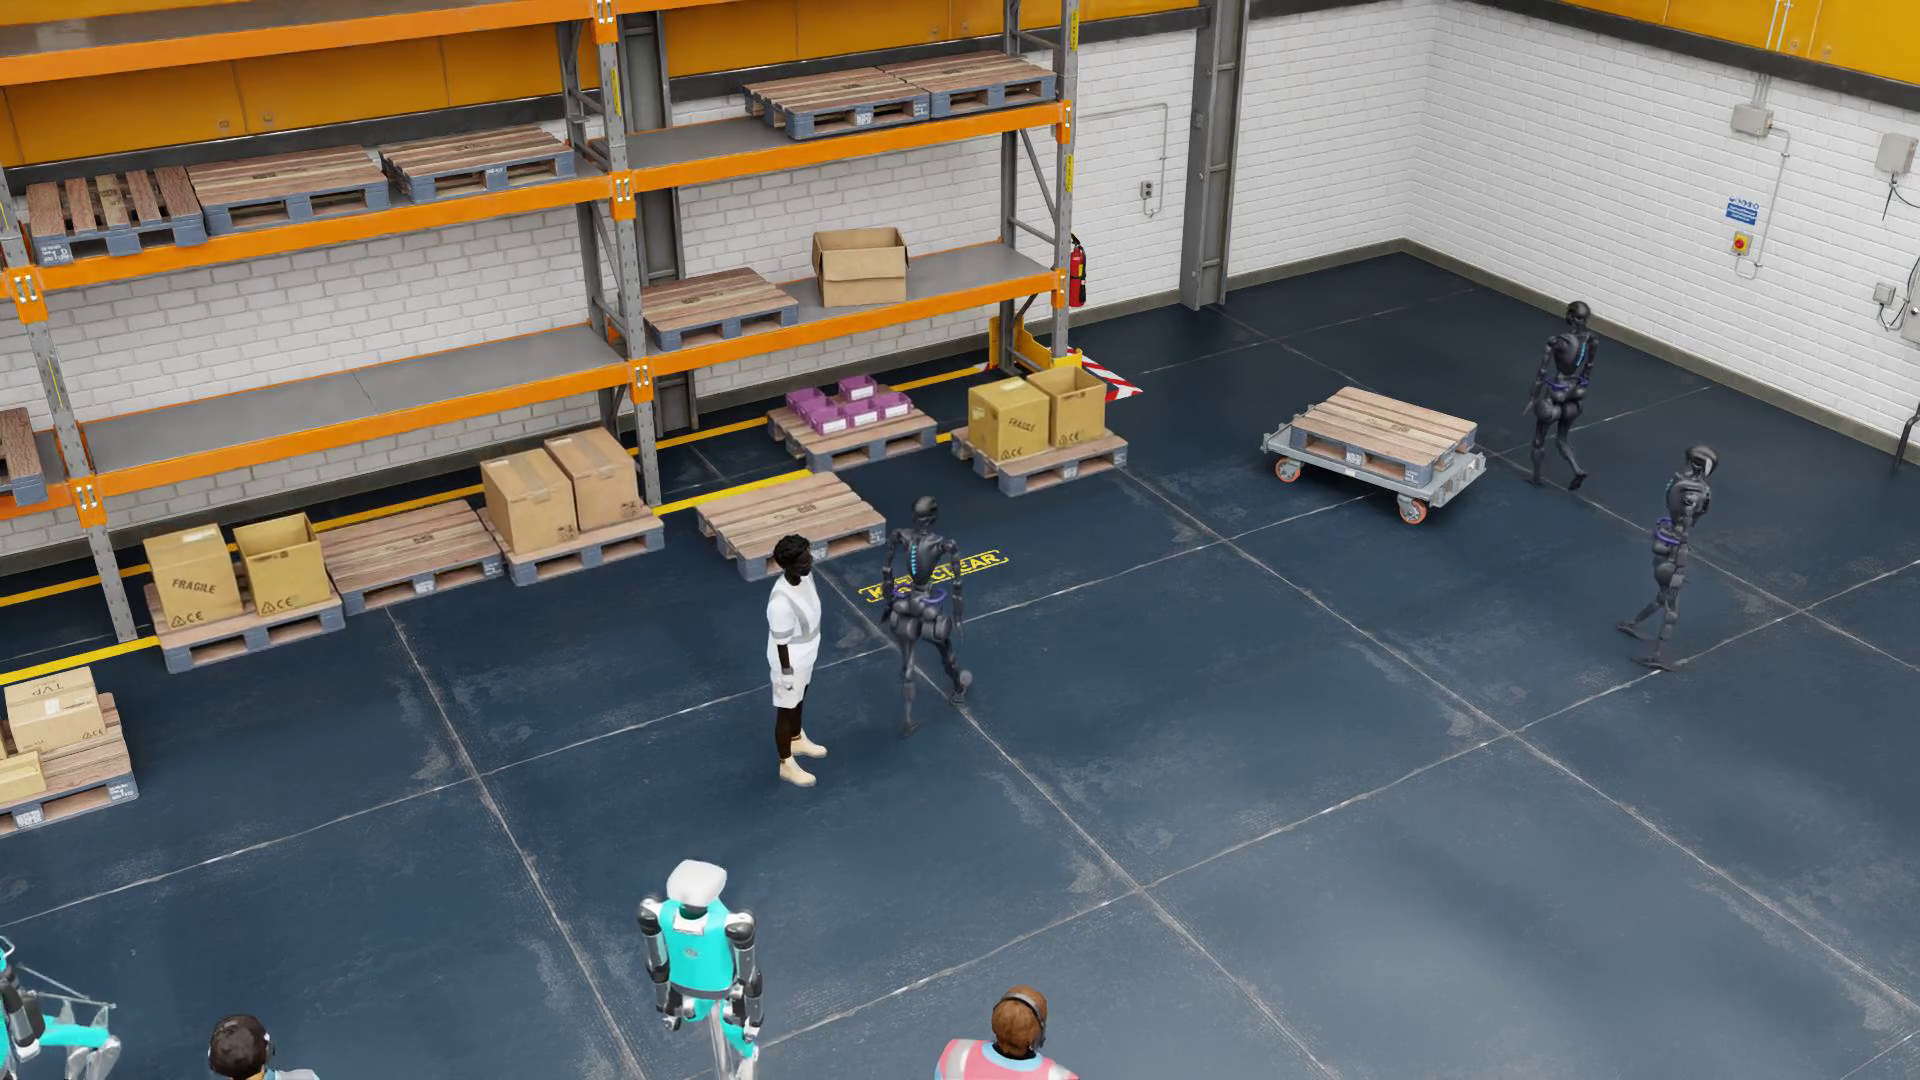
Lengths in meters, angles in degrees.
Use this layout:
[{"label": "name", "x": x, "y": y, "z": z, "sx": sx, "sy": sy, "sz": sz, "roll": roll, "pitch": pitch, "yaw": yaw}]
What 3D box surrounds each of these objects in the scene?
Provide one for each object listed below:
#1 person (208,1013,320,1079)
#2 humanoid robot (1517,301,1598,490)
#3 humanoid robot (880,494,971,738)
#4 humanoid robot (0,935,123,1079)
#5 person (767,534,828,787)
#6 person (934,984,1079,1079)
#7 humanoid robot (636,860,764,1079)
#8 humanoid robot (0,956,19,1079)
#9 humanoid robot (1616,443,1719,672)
[{"label": "person", "x": -2.690, "y": 2.652, "z": 6.645, "sx": 0.543, "sy": 1.876, "sz": 0.409, "roll": -18, "pitch": 34, "yaw": -29}, {"label": "humanoid robot", "x": 4.930, "y": -1.135, "z": 13.567, "sx": 0.599, "sy": 1.642, "sz": 0.555, "roll": -11, "pitch": 31, "yaw": -19}, {"label": "humanoid robot", "x": -0.240, "y": 0.446, "z": 10.793, "sx": 0.610, "sy": 1.630, "sz": 0.739, "roll": 11, "pitch": 31, "yaw": 19}, {"label": "humanoid robot", "x": -4.281, "y": 2.122, "z": 7.752, "sx": 0.537, "sy": 1.821, "sz": 0.671, "roll": 22, "pitch": 36, "yaw": 33}, {"label": "person", "x": -1.012, "y": 0.712, "z": 10.260, "sx": 0.322, "sy": 1.696, "sz": 0.535, "roll": 6, "pitch": 30, "yaw": 11}, {"label": "person", "x": 0.211, "y": 2.564, "z": 6.854, "sx": 0.629, "sy": 1.836, "sz": 0.431, "roll": 10, "pitch": 31, "yaw": 17}, {"label": "humanoid robot", "x": -1.113, "y": 2.088, "z": 7.821, "sx": 0.542, "sy": 1.797, "sz": 0.810, "roll": 5, "pitch": 30, "yaw": 9}, {"label": "humanoid robot", "x": -4.370, "y": 2.482, "z": 7.119, "sx": 0.805, "sy": 1.796, "sz": 0.530, "roll": -4, "pitch": 30, "yaw": -7}, {"label": "humanoid robot", "x": 4.886, "y": 0.071, "z": 11.438, "sx": 0.428, "sy": 1.643, "sz": 0.598, "roll": 10, "pitch": 31, "yaw": 17}]
